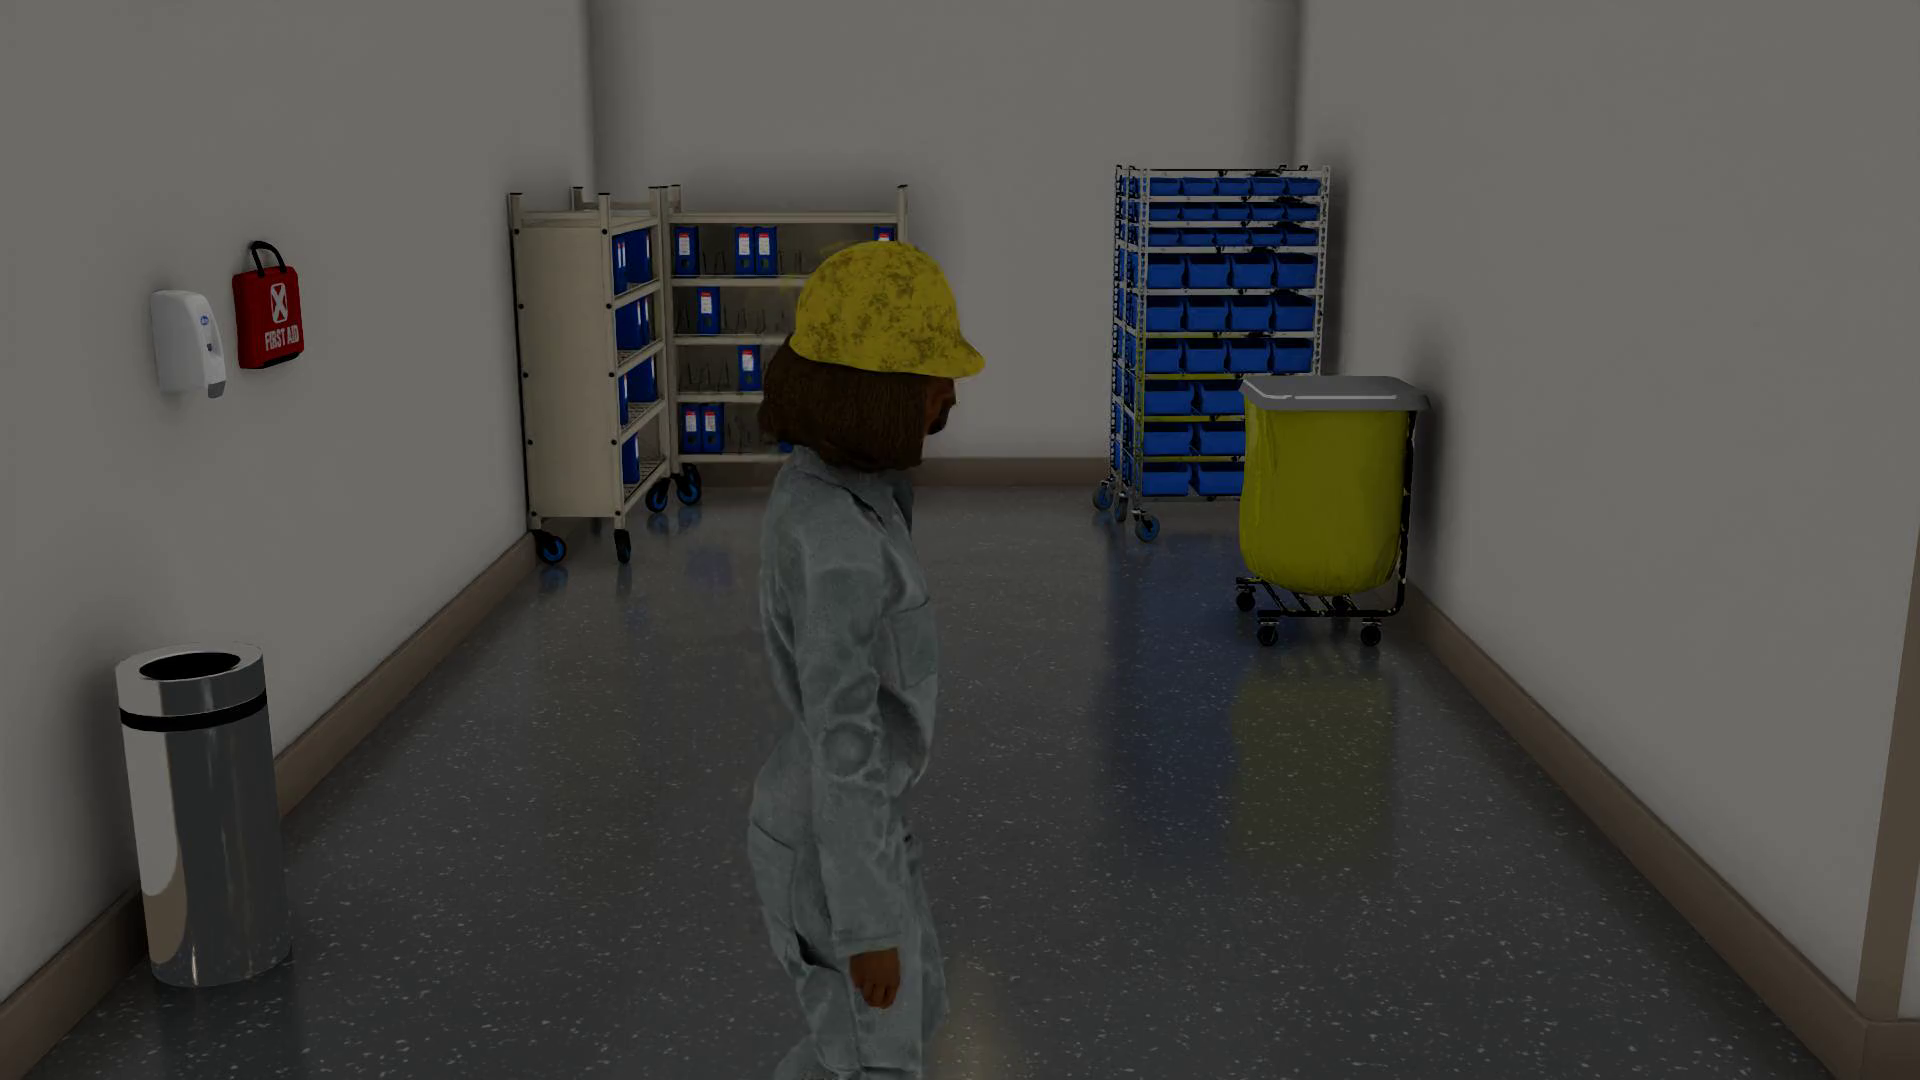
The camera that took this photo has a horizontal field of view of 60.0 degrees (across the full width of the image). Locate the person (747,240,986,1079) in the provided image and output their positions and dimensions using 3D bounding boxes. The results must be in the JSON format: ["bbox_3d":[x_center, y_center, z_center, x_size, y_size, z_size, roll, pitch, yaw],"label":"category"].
[{"bbox_3d":[-0.190,0.441,2.381,0.443,1.716,0.514,-1,13,-6],"label":"person"}]
